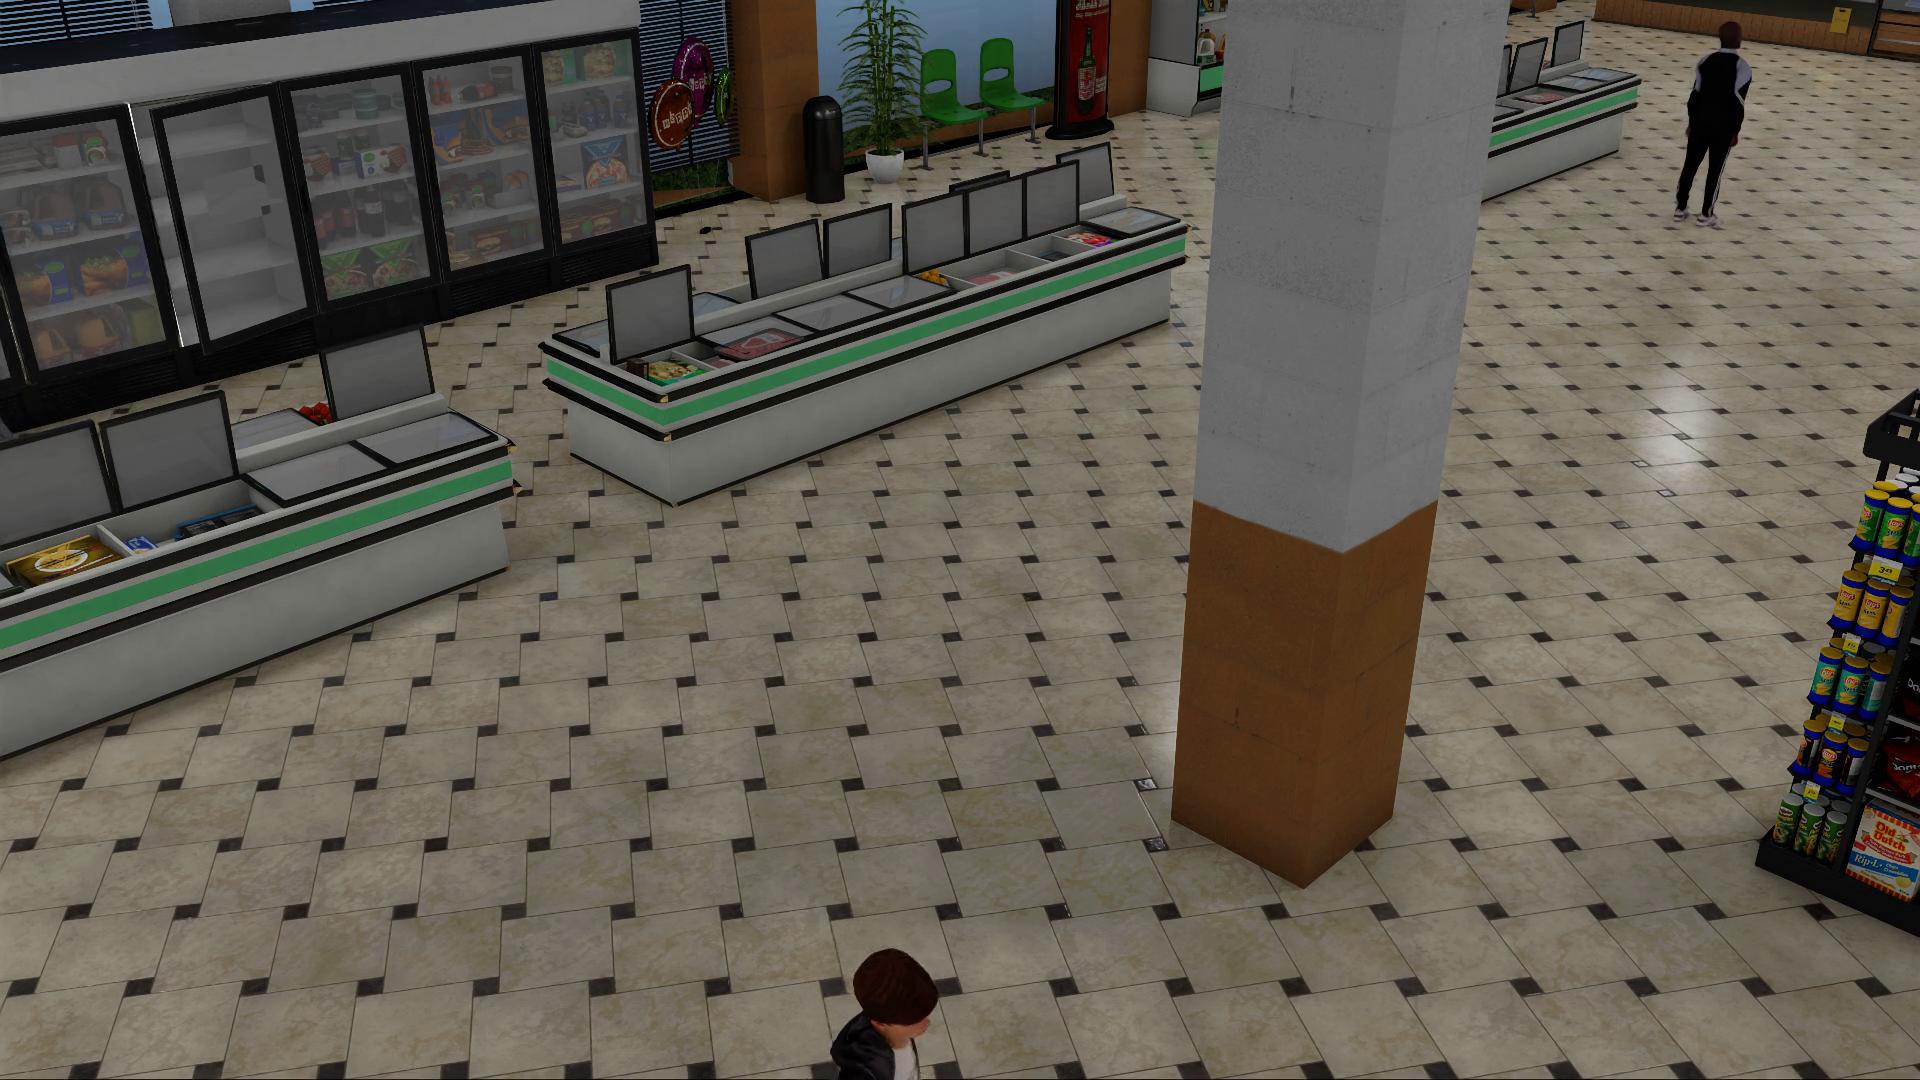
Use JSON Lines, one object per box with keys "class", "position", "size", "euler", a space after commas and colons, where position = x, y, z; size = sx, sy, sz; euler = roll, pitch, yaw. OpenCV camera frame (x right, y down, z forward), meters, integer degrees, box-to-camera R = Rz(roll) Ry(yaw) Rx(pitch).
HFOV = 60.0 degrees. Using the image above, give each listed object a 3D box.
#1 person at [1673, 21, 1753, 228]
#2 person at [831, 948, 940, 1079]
{"class": "person", "position": [6.882, -3.808, 15.216], "size": [0.561, 1.828, 0.679], "euler": [-20, 33, -35]}
{"class": "person", "position": [-0.274, 1.732, 4.741], "size": [0.883, 1.422, 0.824], "euler": [1, 27, 2]}
